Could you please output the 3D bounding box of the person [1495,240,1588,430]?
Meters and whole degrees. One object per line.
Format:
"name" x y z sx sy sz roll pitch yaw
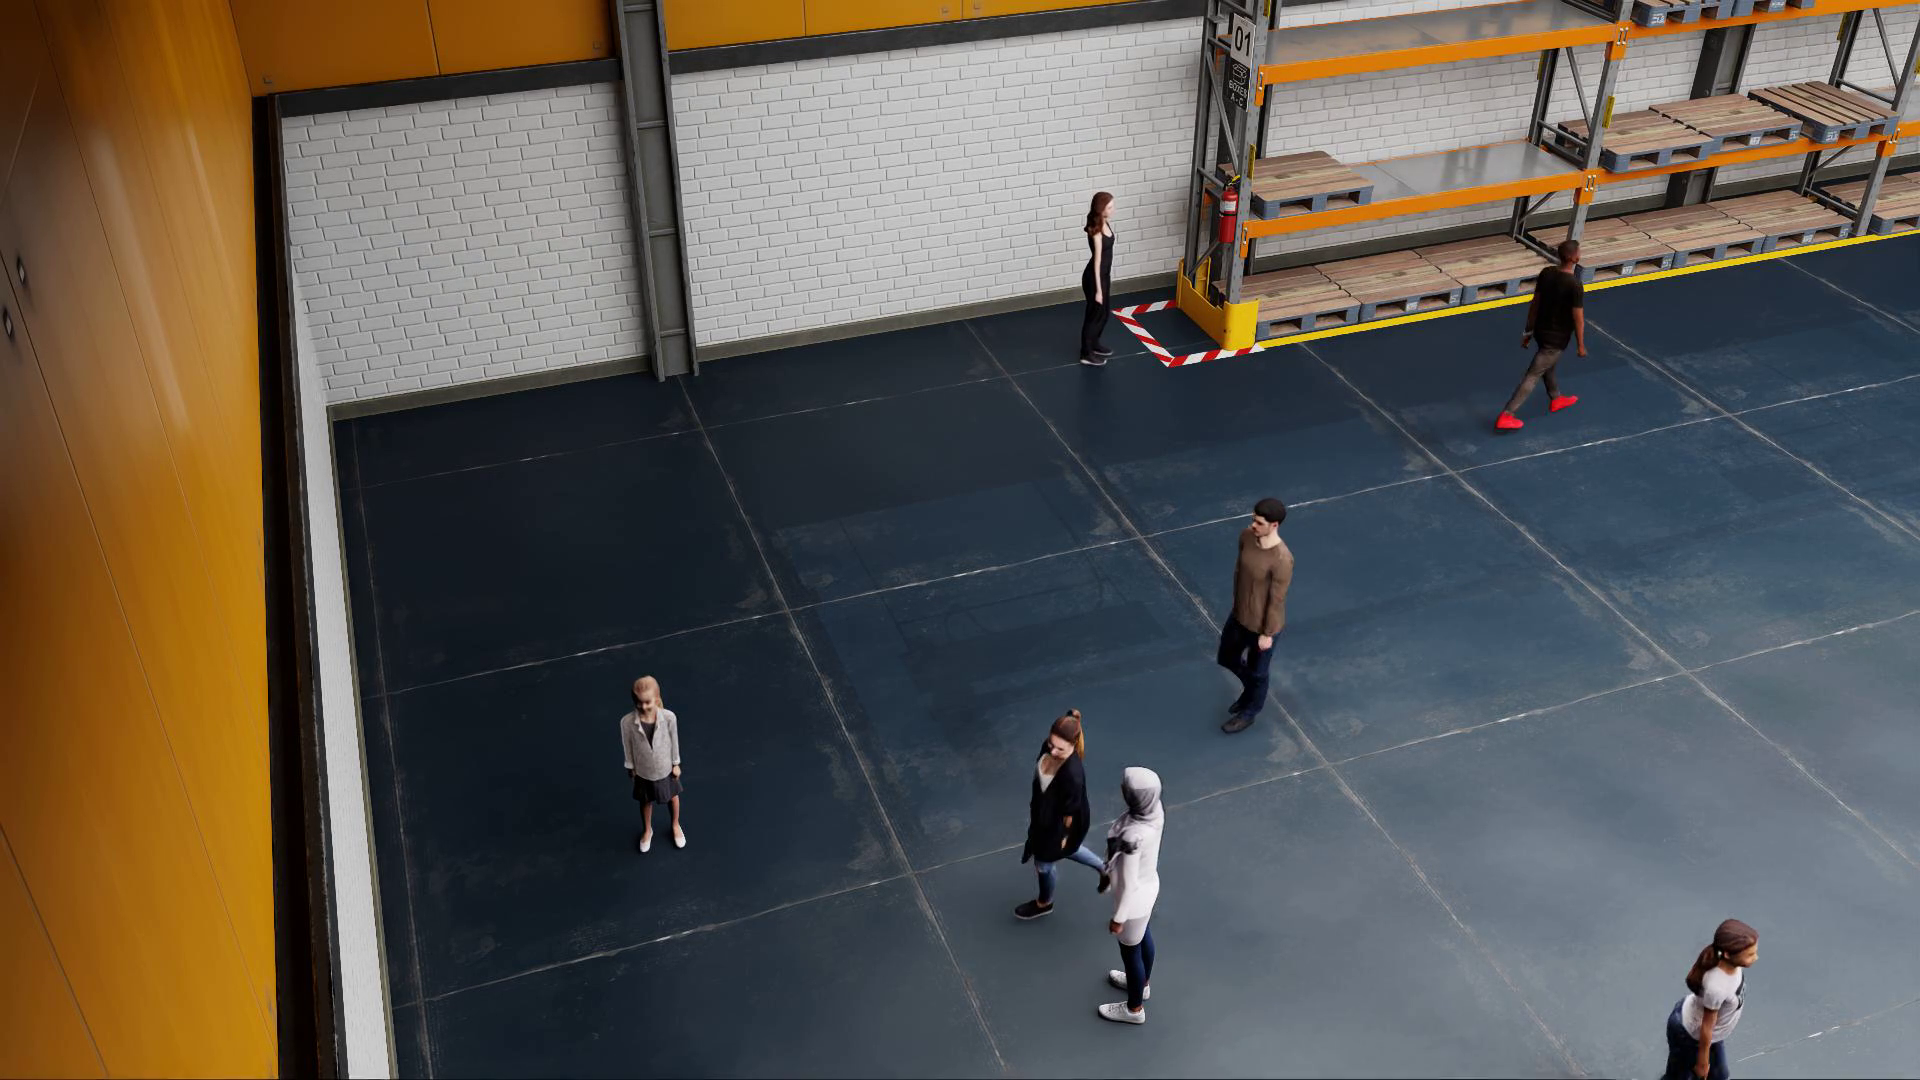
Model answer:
"person" 5.152 -1.758 14.714 1.224 1.753 0.706 -14 36 -20

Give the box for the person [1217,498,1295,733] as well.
"person" 2.061 0.491 11.217 0.718 1.877 0.717 -19 38 -26

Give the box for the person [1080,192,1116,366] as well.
"person" 1.294 -2.497 15.837 0.706 1.740 0.675 9 35 13

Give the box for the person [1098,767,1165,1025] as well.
"person" 0.963 1.949 9.117 0.747 1.775 0.698 13 36 18

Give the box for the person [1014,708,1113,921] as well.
"person" 0.666 1.622 9.706 0.966 1.667 0.763 -2 34 -3

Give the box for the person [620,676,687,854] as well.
"person" -1.918 1.392 10.406 0.496 1.276 0.596 -6 34 -9

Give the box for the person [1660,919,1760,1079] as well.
"person" 3.715 2.485 8.517 0.743 1.545 0.678 20 38 27
